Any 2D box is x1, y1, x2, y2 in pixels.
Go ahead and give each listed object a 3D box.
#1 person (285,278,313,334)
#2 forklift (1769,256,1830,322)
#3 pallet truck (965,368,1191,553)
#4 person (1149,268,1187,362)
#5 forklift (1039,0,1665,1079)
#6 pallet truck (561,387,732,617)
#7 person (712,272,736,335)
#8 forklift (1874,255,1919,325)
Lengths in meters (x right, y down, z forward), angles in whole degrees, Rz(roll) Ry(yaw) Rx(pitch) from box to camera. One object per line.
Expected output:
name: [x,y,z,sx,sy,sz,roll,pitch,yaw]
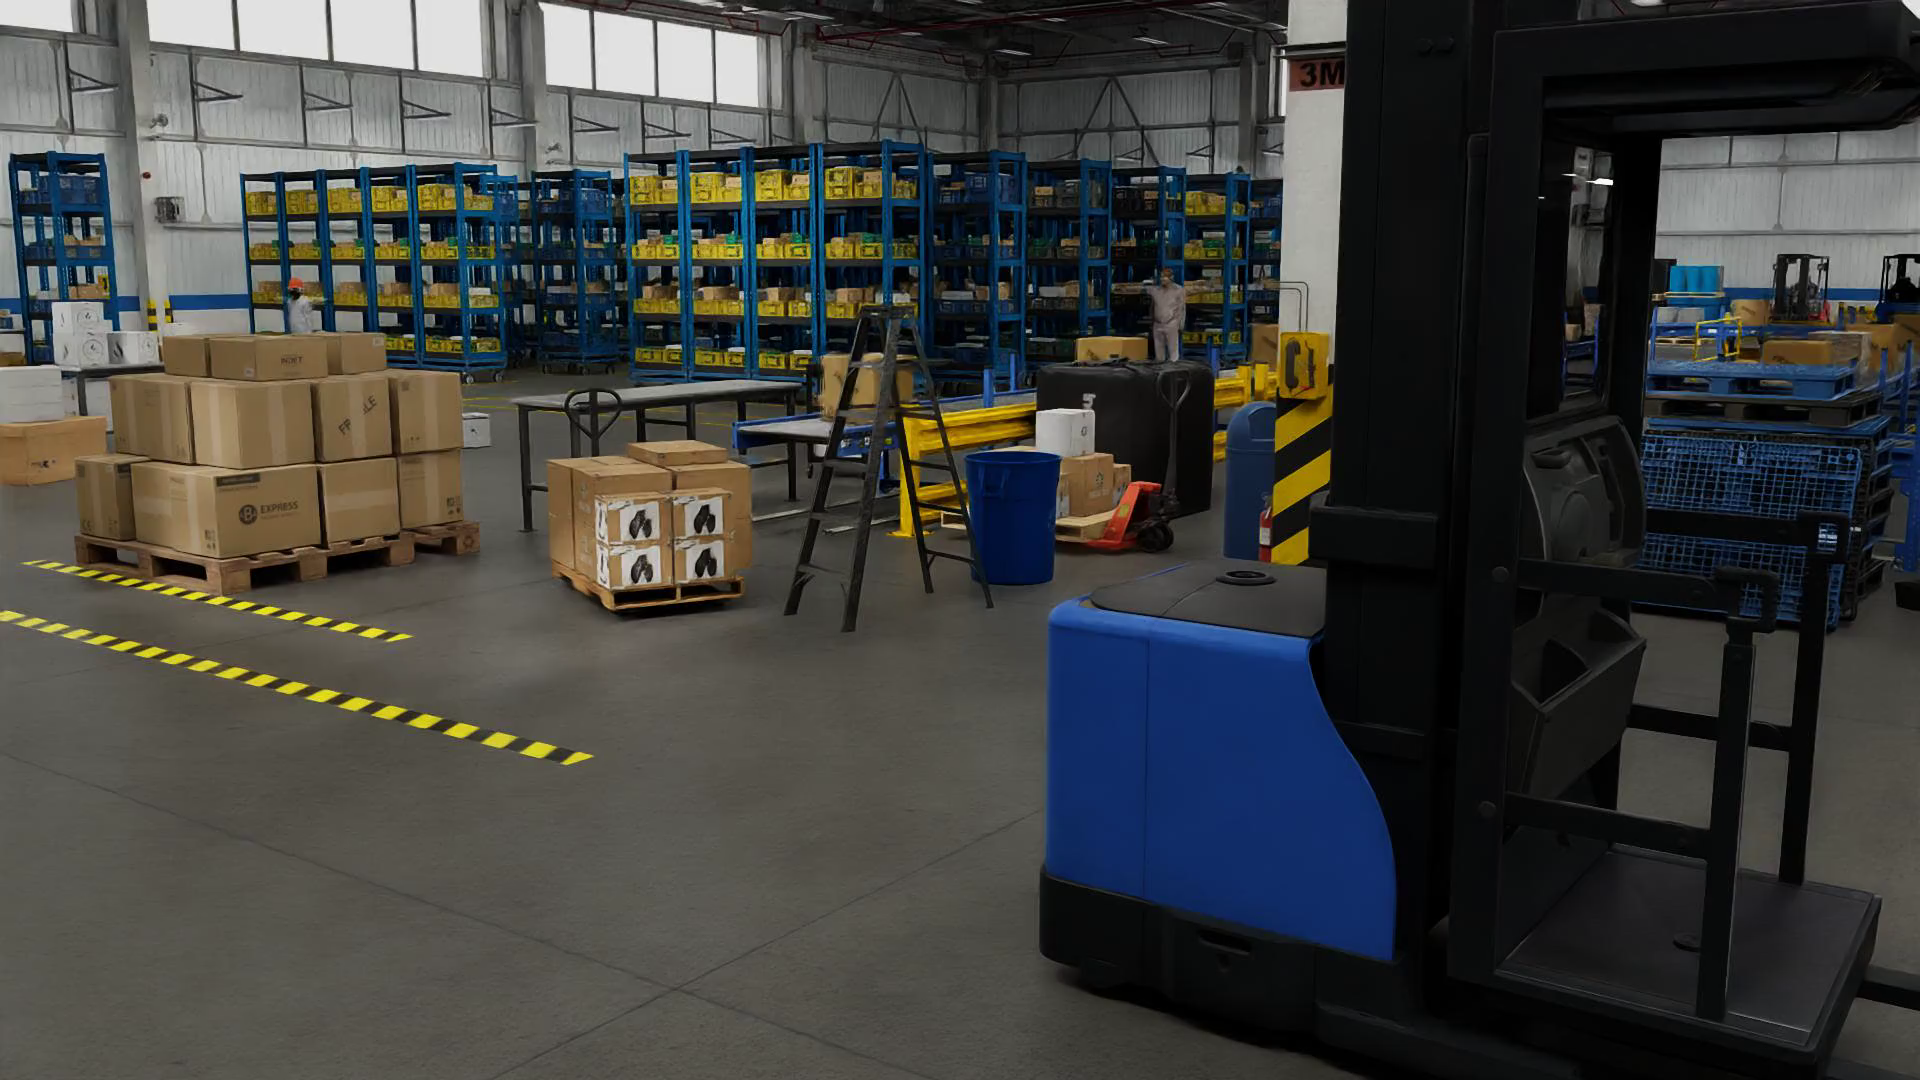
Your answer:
person: [-10.796,-3.390,27.146,0.573,1.740,0.416,6,11,31]
forklift: [20.253,-5.854,40.139,1.157,1.987,2.680,7,12,35]
pallet truck: [0.845,-0.609,11.869,1.630,1.274,0.653,7,12,35]
person: [3.364,-3.489,27.226,0.651,1.904,0.403,7,12,35]
forklift: [1.249,-0.137,4.360,1.873,2.768,1.129,7,12,35]
pallet truck: [-1.981,-0.274,10.088,0.680,1.201,1.601,-5,11,-28]
person: [-4.302,-3.998,30.443,0.570,1.839,0.373,7,12,35]
forklift: [22.089,-5.634,38.796,1.157,1.987,2.680,6,11,33]
